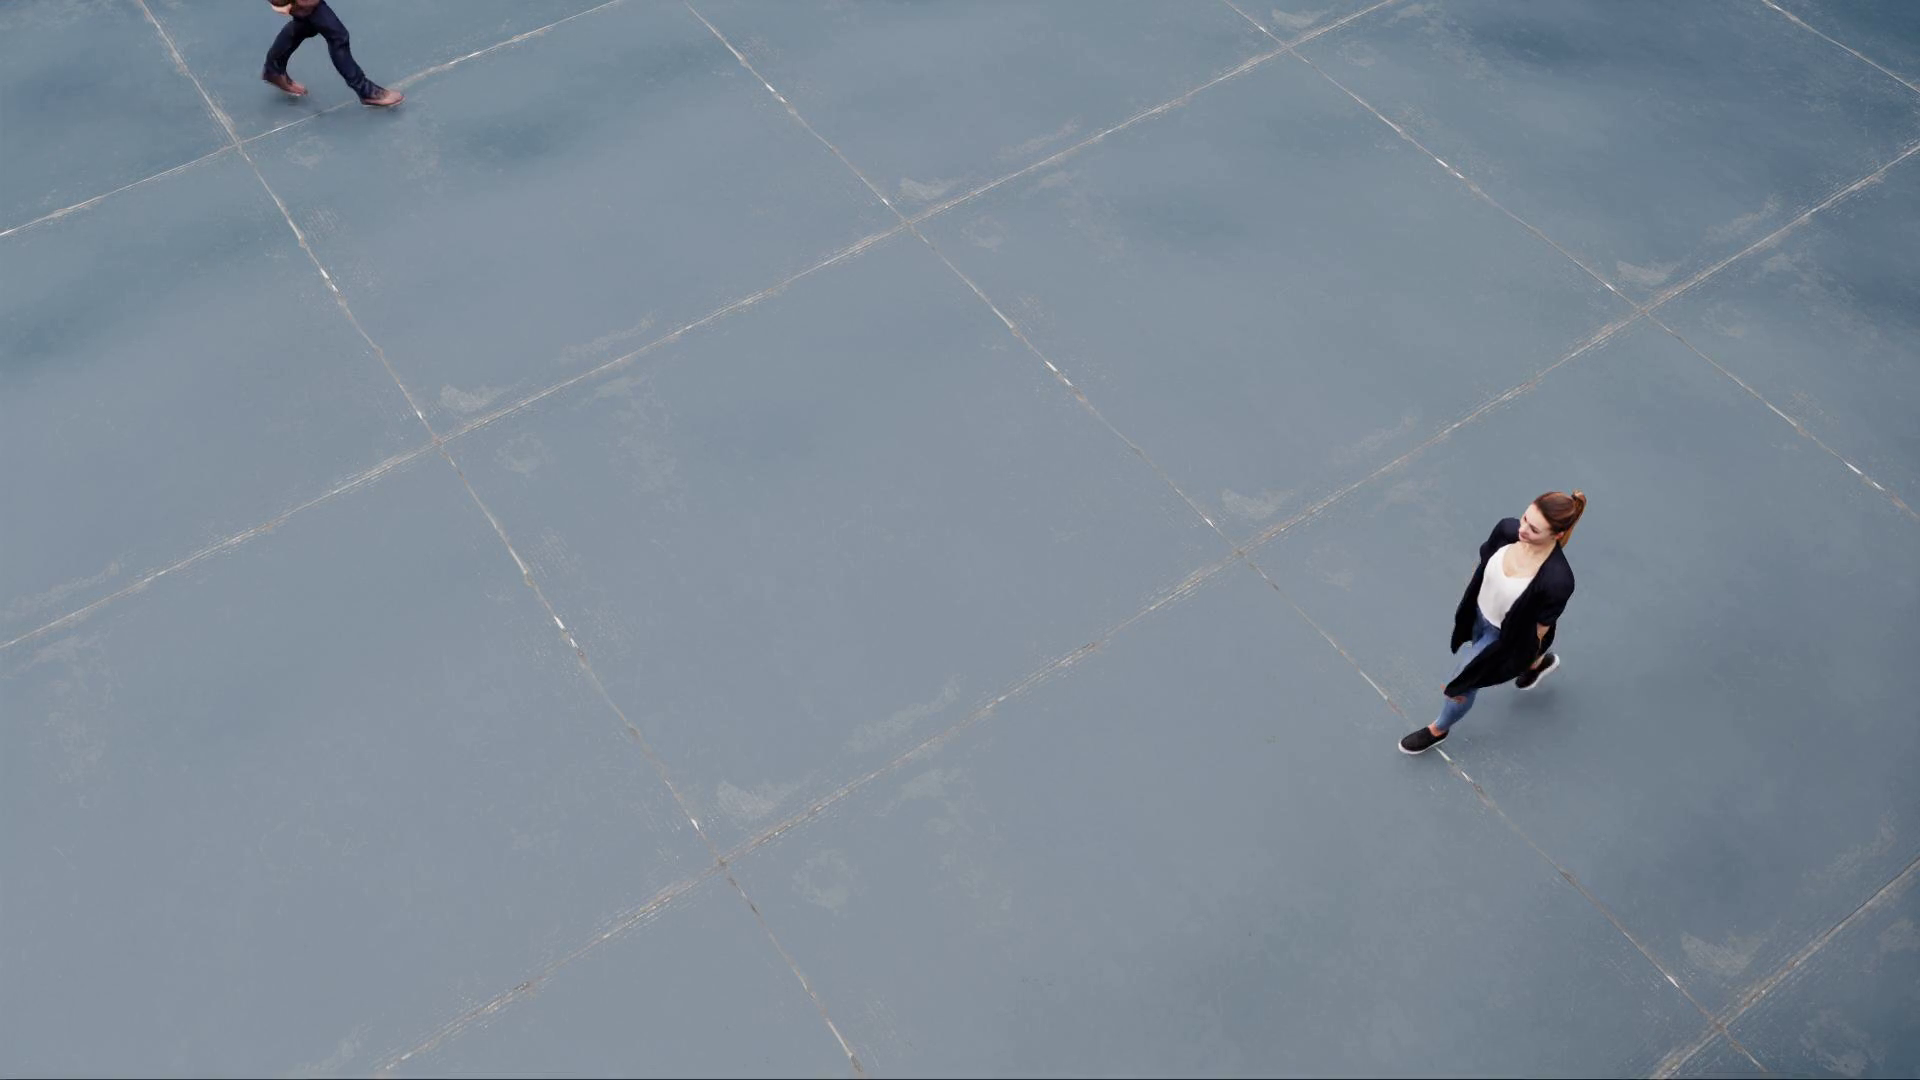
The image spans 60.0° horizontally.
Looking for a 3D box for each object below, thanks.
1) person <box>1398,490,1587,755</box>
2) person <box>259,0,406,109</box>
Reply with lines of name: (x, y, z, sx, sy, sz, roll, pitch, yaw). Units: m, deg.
person: (2.394, 0.332, 7.105, 0.846, 1.661, 1.056, -17, 54, -13)
person: (-4.015, -3.334, 9.848, 1.214, 1.812, 1.223, 1, 52, 0)
